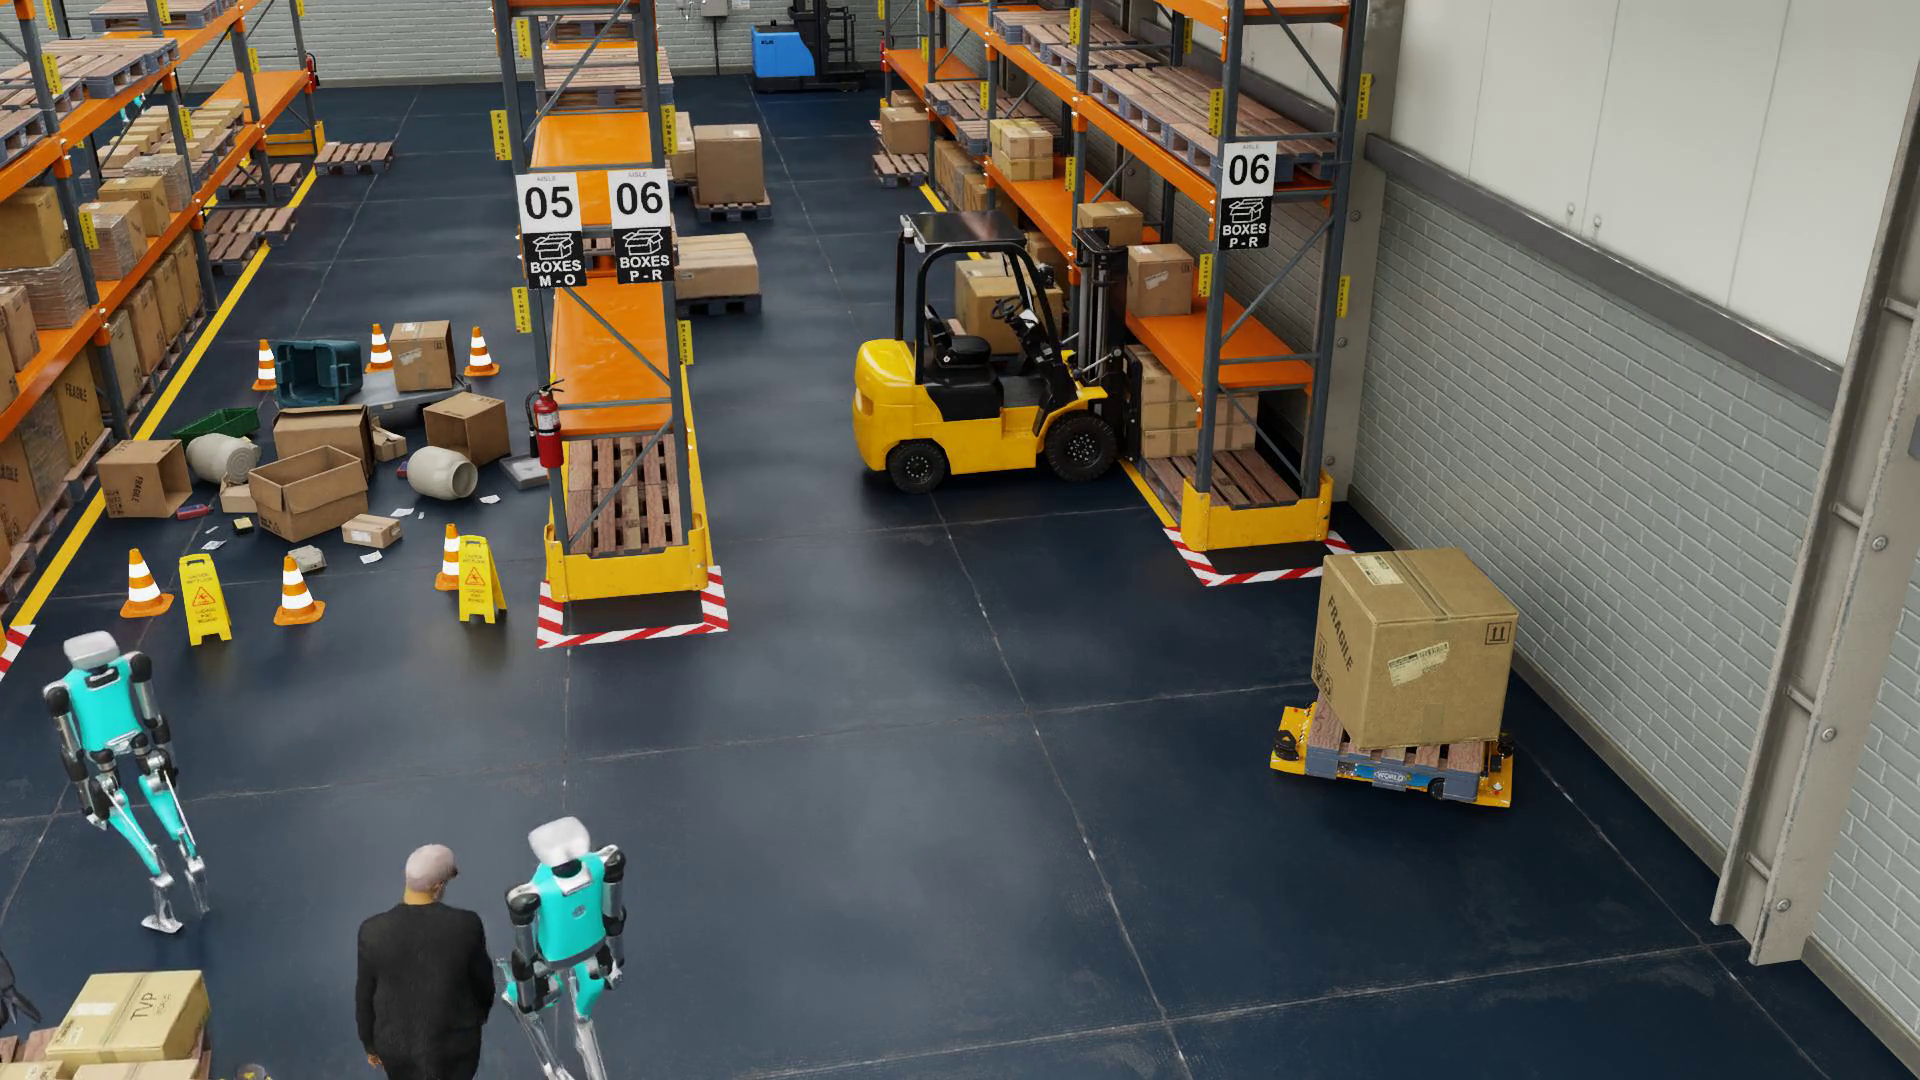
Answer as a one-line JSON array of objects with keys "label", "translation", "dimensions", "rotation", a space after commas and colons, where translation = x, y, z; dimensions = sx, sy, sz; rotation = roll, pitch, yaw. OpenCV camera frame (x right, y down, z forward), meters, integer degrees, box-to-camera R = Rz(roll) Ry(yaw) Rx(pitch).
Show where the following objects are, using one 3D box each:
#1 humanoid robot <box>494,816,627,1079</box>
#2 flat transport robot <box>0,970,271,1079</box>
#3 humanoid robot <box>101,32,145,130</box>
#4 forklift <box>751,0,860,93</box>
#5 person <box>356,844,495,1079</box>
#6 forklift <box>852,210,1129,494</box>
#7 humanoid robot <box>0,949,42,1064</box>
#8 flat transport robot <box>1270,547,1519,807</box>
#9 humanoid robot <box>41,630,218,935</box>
[{"label": "humanoid robot", "translation": [-1.843, 1.908, 7.510], "dimensions": [0.545, 1.801, 0.861], "rotation": [-19, 32, -35]}, {"label": "flat transport robot", "translation": [-3.840, 2.758, 7.386], "dimensions": [1.431, 0.231, 0.659], "rotation": [-8, 27, -16]}, {"label": "humanoid robot", "translation": [-13.138, -7.069, 26.228], "dimensions": [0.536, 1.838, 0.753], "rotation": [-21, 32, -36]}, {"label": "forklift", "translation": [-2.872, -9.679, 30.288], "dimensions": [1.873, 2.768, 1.129], "rotation": [-5, 26, -10]}, {"label": "person", "translation": [-2.286, 2.071, 7.046], "dimensions": [0.665, 1.825, 0.558], "rotation": [-3, 26, -6]}, {"label": "forklift", "translation": [0.216, -1.659, 14.366], "dimensions": [2.313, 2.155, 1.214], "rotation": [-5, 26, -10]}, {"label": "humanoid robot", "translation": [-4.367, 2.075, 7.228], "dimensions": [0.618, 1.628, 0.579], "rotation": [-19, 31, -34]}, {"label": "flat transport robot", "translation": [2.709, 1.312, 10.398], "dimensions": [1.431, 0.231, 0.659], "rotation": [8, 27, 16]}, {"label": "humanoid robot", "translation": [-4.226, 1.358, 8.628], "dimensions": [0.668, 1.818, 0.530], "rotation": [20, 32, 35]}]
